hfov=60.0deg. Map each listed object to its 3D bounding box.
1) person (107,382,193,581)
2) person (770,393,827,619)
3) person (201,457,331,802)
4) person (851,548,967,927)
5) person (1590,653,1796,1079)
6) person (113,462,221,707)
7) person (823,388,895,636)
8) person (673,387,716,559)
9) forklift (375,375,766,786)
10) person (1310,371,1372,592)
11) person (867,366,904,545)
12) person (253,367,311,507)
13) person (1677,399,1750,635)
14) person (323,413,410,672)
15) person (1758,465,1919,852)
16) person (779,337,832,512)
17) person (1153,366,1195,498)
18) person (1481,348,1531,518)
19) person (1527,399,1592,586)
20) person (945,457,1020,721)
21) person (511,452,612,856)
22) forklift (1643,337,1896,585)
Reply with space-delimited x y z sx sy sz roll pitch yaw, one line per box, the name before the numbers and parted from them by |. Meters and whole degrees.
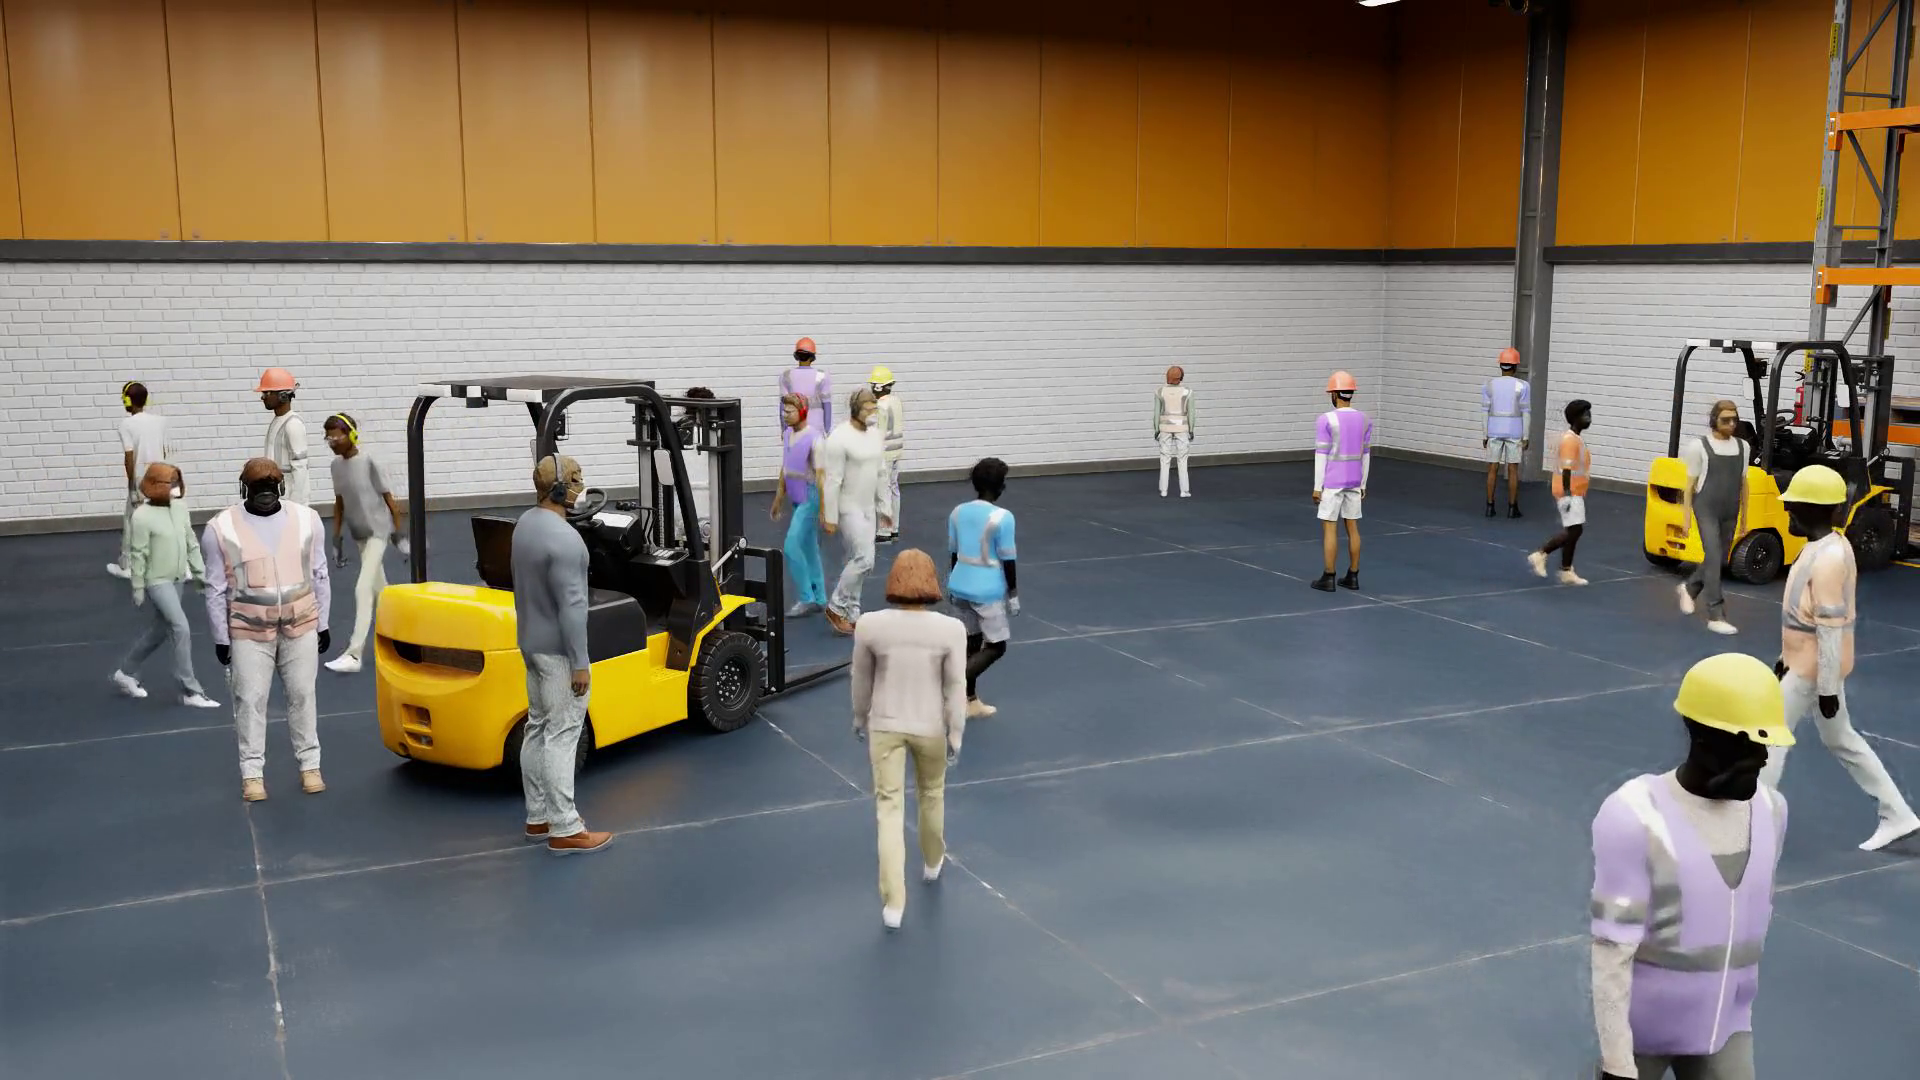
person | -7.361 -0.513 15.014 1.023 1.807 0.503 5 10 29
person | -1.322 -0.283 13.491 0.585 1.822 0.577 -4 10 -25
person | -3.656 0.470 8.835 0.618 1.836 0.431 -6 11 -33
person | -0.223 0.828 7.328 0.515 1.594 0.844 0 9 2
person | 1.813 1.186 4.247 0.601 1.881 0.993 -3 10 -16
person | -5.191 0.279 10.756 0.815 1.599 0.504 1 9 8
person | -0.770 -0.202 12.711 0.443 1.919 0.627 5 10 26
person | -1.977 -0.181 12.524 0.680 1.943 0.426 0 9 2
forklift | -2.268 0.149 9.685 1.214 2.155 2.313 6 11 32
person | 3.329 -0.511 14.606 0.542 1.933 0.382 -4 10 -23
person | -0.797 -0.869 17.116 0.403 1.834 0.588 3 10 18
person | -5.372 -0.349 13.241 0.370 2.044 0.608 -7 11 -36
person | 5.929 -0.214 13.120 0.515 1.822 0.843 -1 9 -8
person | -4.215 0.022 11.650 0.580 1.809 0.921 6 11 33
person | 4.169 0.577 7.988 0.961 1.892 0.579 5 10 29
person | -1.785 -1.323 19.282 0.609 2.044 0.392 0 9 3
person | 2.649 -1.332 20.585 0.514 1.642 0.314 3 10 17
person | 6.209 -1.213 18.926 0.545 1.939 0.354 5 11 30
person | 5.378 -0.418 14.764 0.439 1.683 0.545 5 11 30
person | 0.075 0.332 10.158 0.535 1.666 0.569 -7 12 -38
person | -1.950 0.542 8.035 0.355 1.937 0.635 -6 11 -34
forklift | 7.551 -0.789 15.507 2.313 2.155 1.214 -4 10 -25
